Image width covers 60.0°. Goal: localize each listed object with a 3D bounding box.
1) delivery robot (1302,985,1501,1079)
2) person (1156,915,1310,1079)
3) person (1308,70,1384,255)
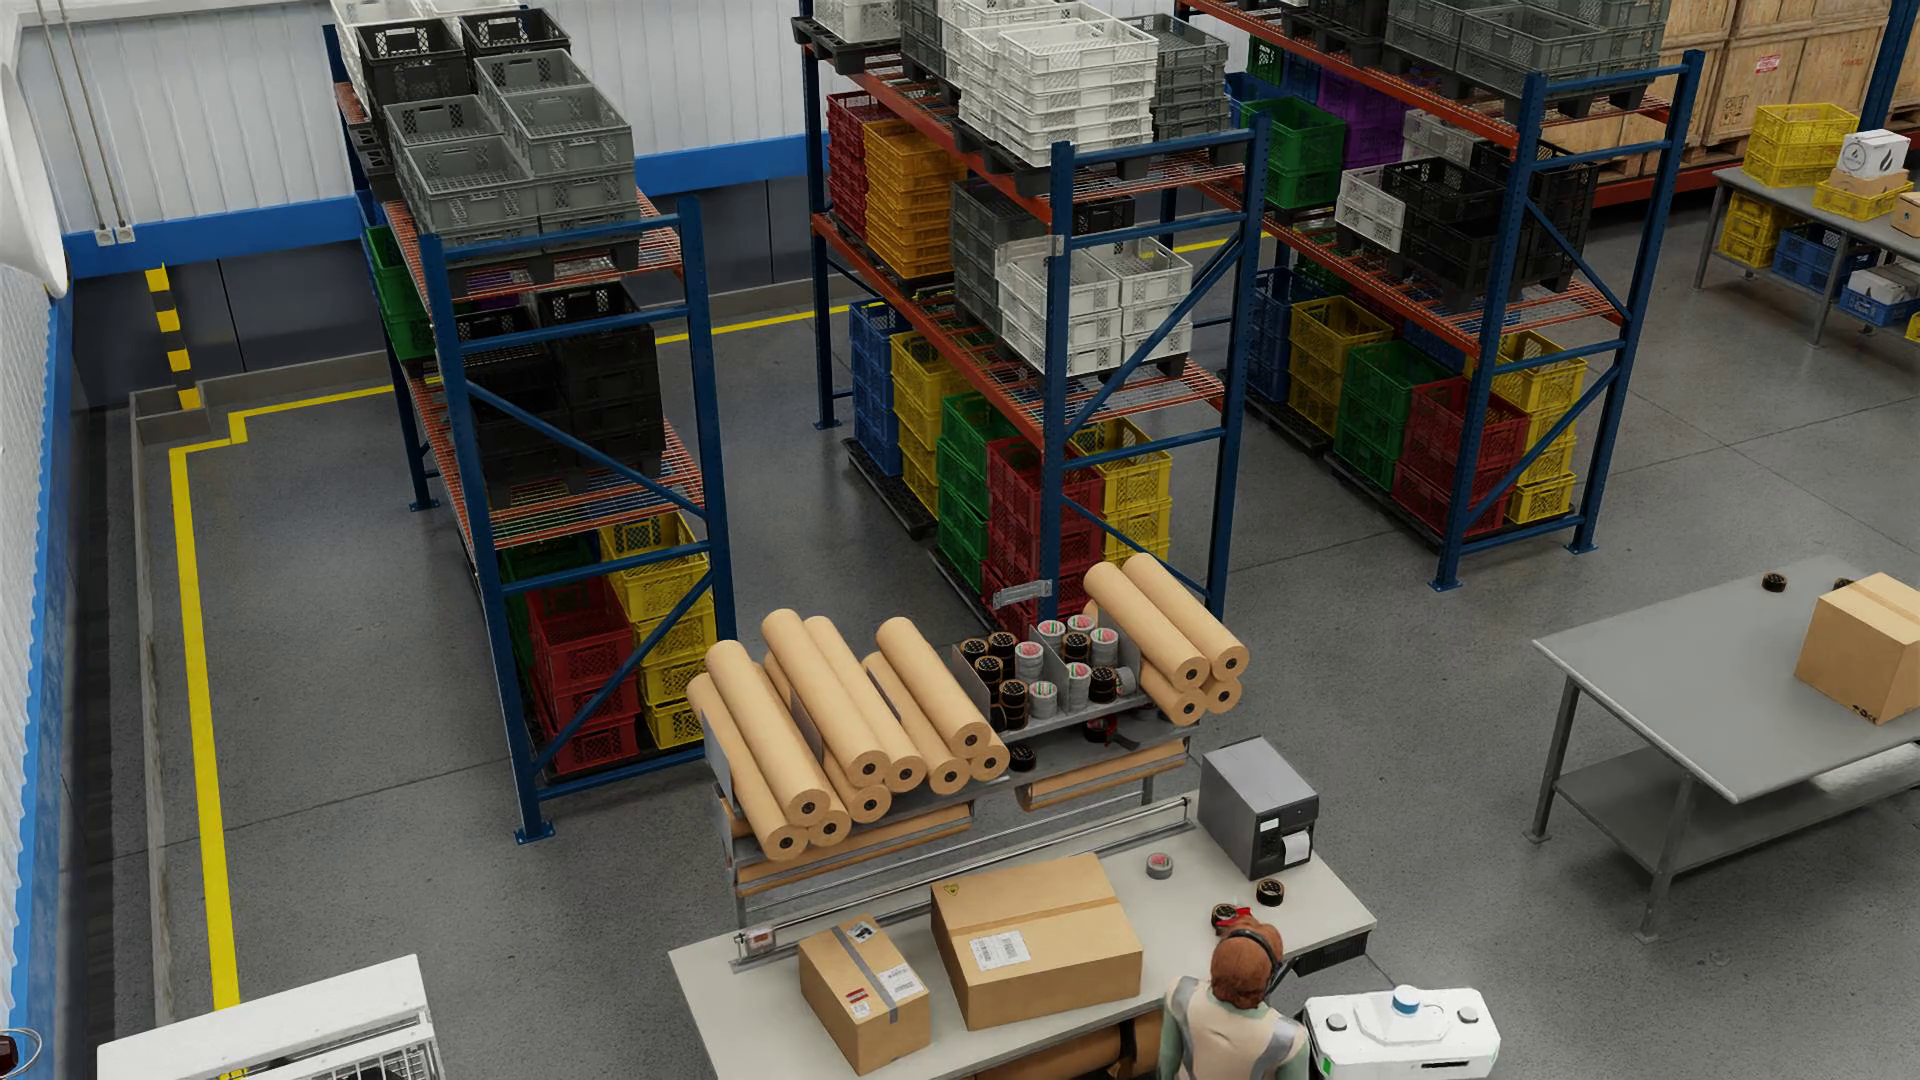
[{"bbox_3d":[1.705,1.932,6.451,0.707,0.478,0.477,-2,32,-4],"label":"delivery robot"},{"bbox_3d":[0.885,1.921,5.535,0.514,1.631,0.312,17,36,26],"label":"person"},{"bbox_3d":[3.204,-3.303,13.743,0.632,1.932,0.364,6,32,10],"label":"person"}]
